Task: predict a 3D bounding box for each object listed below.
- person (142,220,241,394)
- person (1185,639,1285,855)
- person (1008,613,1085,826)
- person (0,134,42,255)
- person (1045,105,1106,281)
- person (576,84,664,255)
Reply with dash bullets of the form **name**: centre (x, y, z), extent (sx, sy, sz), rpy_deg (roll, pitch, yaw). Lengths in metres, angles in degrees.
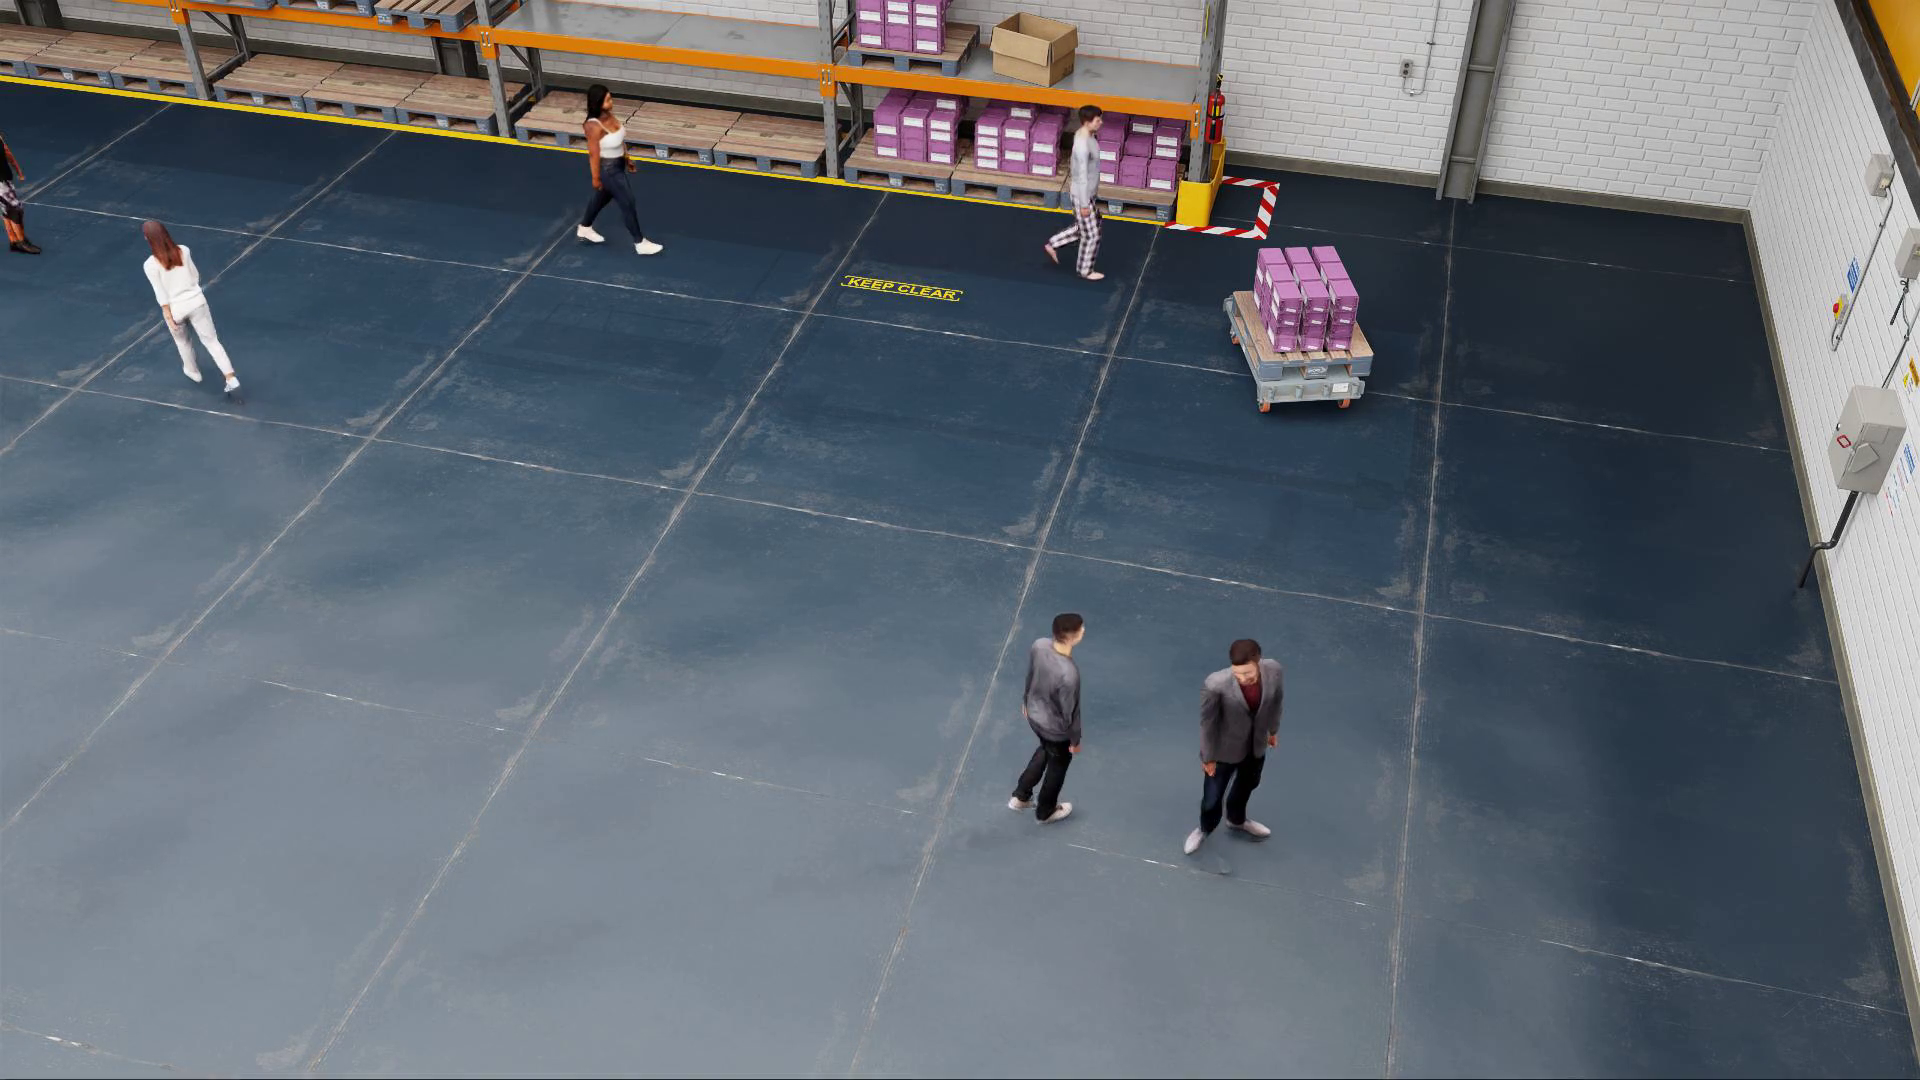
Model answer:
- **person**: centre (-6.761, -2.020, 14.630), extent (1.137, 1.659, 0.920), rpy_deg (31, 48, 33)
- **person**: centre (1.715, 1.259, 10.369), extent (0.779, 1.853, 0.886), rpy_deg (-27, 46, -29)
- **person**: centre (0.519, 1.182, 10.550), extent (0.872, 1.747, 0.810), rpy_deg (-20, 43, -23)
- **person**: centre (-9.714, -3.632, 16.654), extent (0.639, 1.653, 0.648), rpy_deg (4, 39, 5)
- **person**: centre (1.137, -3.378, 16.195), extent (0.867, 1.829, 0.685), rpy_deg (6, 39, 7)
- **person**: centre (-3.599, -3.704, 16.650), extent (1.210, 1.770, 0.740), rpy_deg (5, 39, 6)
